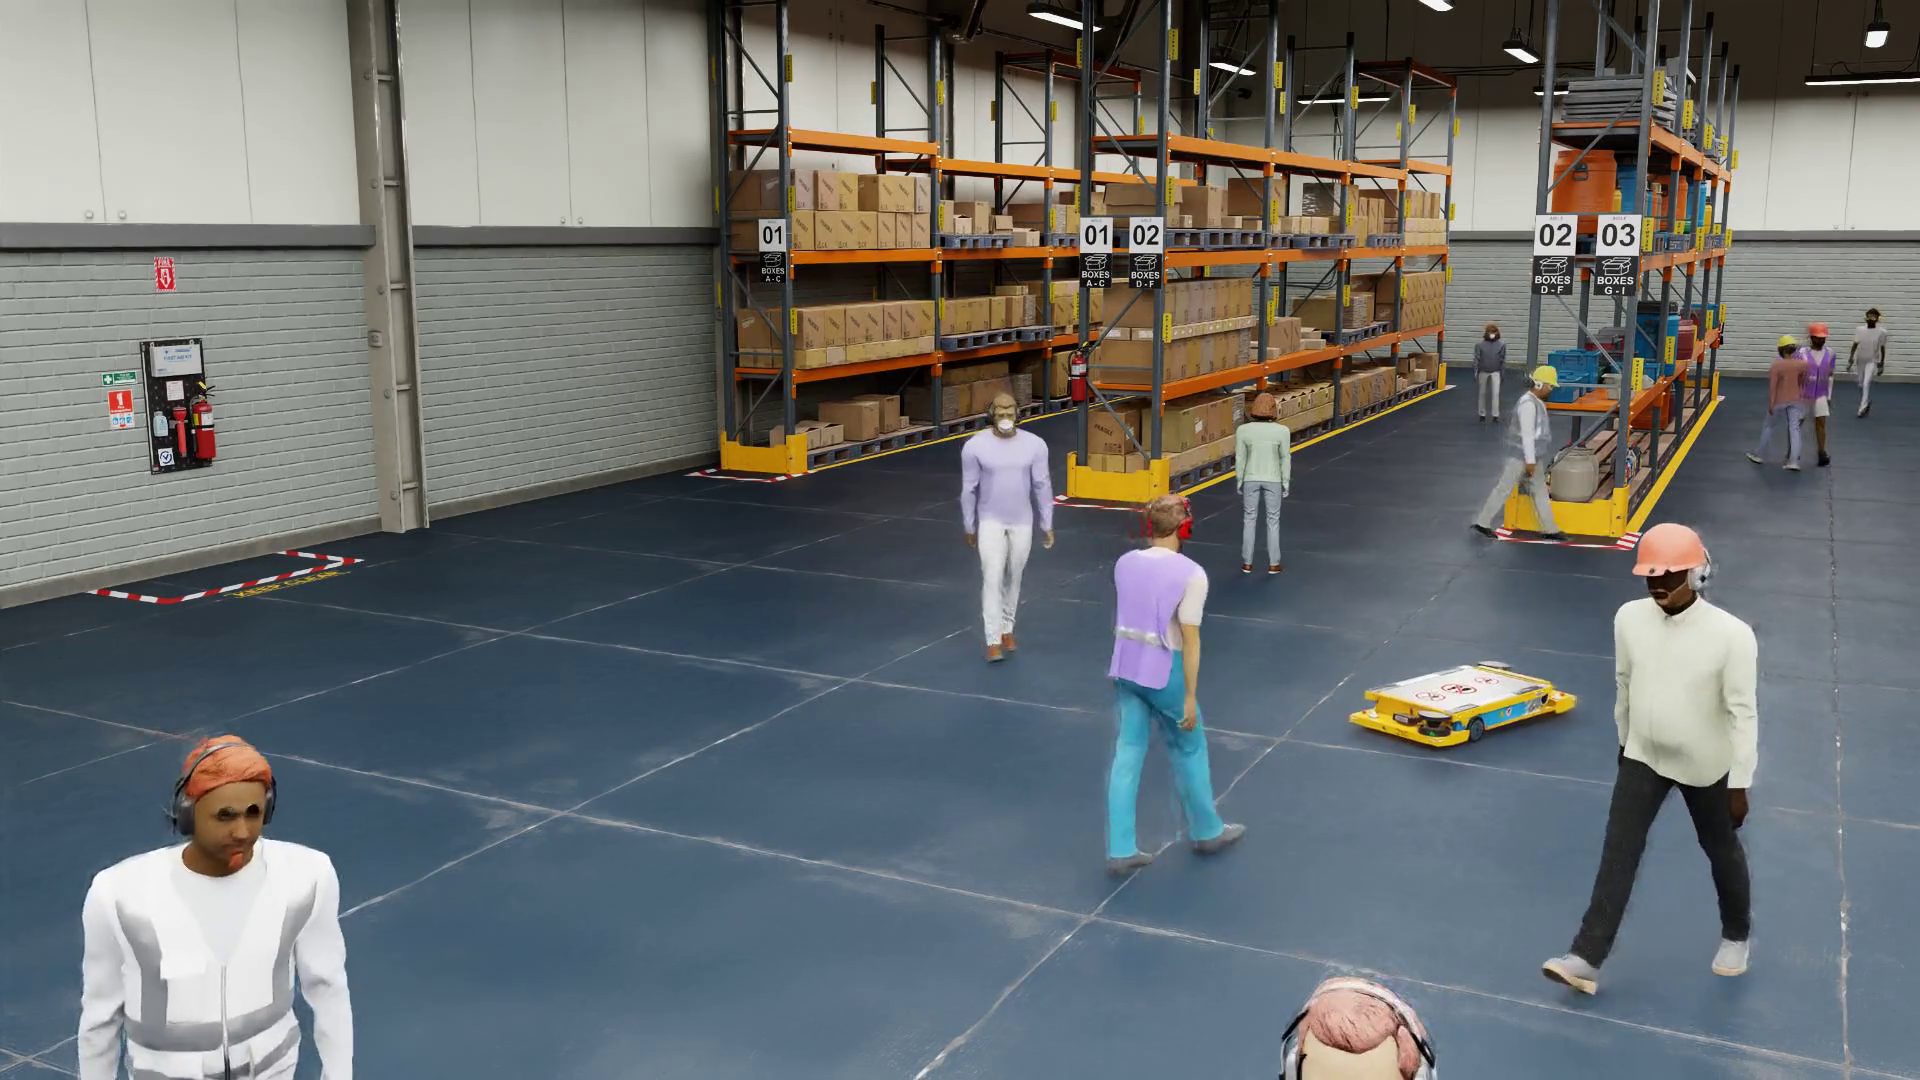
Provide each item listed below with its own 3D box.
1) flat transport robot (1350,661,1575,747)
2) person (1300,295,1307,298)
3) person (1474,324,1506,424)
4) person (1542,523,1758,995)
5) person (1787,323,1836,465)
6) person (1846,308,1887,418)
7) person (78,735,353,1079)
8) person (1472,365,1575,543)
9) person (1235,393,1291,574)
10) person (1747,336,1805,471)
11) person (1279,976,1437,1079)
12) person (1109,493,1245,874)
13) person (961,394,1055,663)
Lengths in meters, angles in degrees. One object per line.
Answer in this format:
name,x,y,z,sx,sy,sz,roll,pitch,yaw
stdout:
flat transport robot,3.162,1.009,10.416,1.431,0.197,0.652,-8,13,-37
person,6.263,-3.487,30.319,0.646,1.953,0.510,6,12,29
person,8.554,-2.672,26.873,0.513,1.599,0.817,2,11,11
person,2.861,0.877,6.669,1.150,1.911,0.645,-9,13,-39
person,11.373,-1.955,22.201,0.573,1.882,1.013,1,10,7
person,15.225,-2.975,27.886,0.867,1.840,0.526,-9,14,-40
person,-1.792,1.380,4.073,0.607,1.849,0.717,-7,13,-35
person,5.598,-0.849,16.486,0.965,1.769,0.639,6,12,29
person,2.725,-0.508,14.971,0.497,1.633,0.285,3,11,17
person,10.725,-1.798,21.746,0.518,1.720,0.877,-1,10,-6
person,0.583,1.624,2.632,0.673,1.887,0.657,4,11,20
person,1.032,0.676,8.023,0.889,1.803,0.561,-9,14,-41
person,0.356,-0.082,11.900,0.650,1.902,0.904,-2,11,-9
